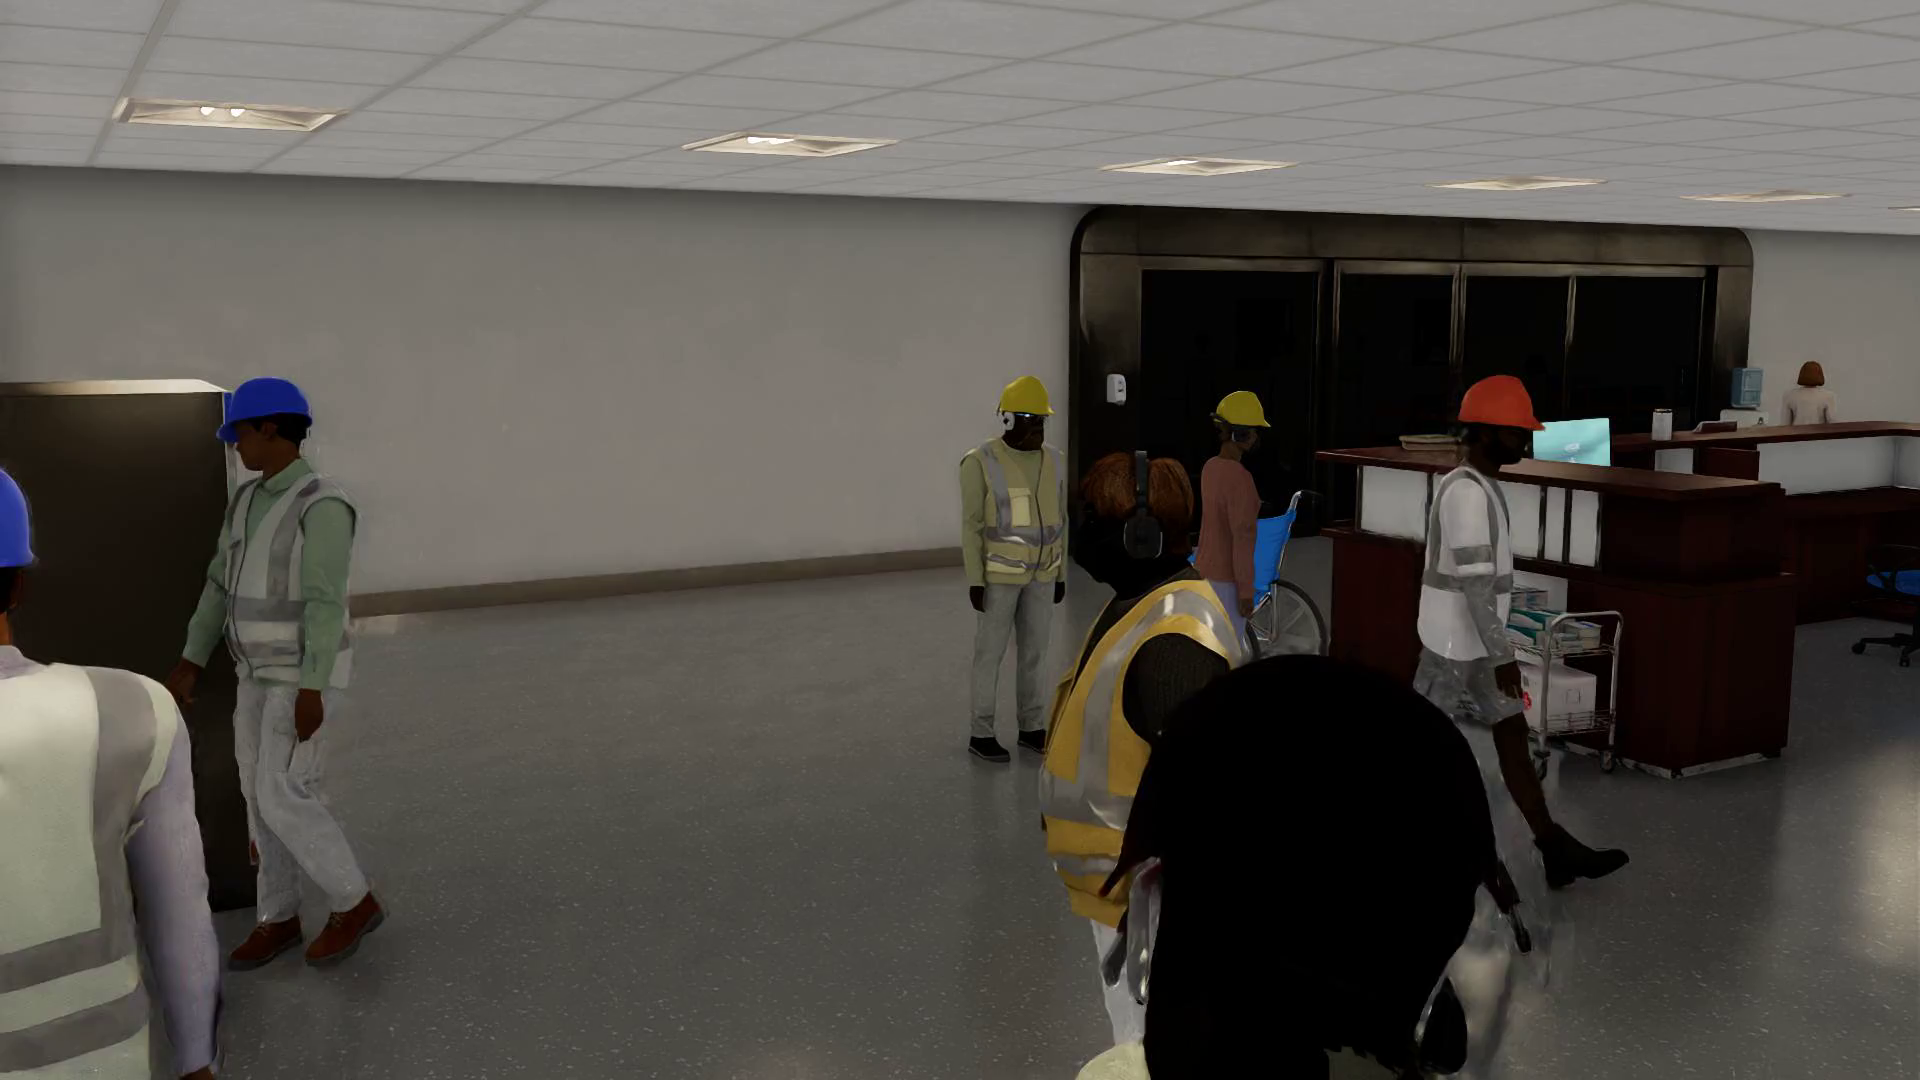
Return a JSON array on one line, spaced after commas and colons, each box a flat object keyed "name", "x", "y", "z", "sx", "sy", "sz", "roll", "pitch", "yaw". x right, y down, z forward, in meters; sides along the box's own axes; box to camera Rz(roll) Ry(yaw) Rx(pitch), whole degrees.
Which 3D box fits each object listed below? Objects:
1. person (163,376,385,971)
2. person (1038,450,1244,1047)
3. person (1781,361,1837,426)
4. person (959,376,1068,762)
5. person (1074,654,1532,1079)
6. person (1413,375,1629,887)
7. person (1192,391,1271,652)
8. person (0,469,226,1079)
[{"name": "person", "x": -2.231, "y": 0.437, "z": 5.359, "sx": 0.644, "sy": 1.915, "sz": 0.548, "roll": 7, "pitch": 10, "yaw": 41}, {"name": "person", "x": 0.379, "y": 0.730, "z": 3.514, "sx": 0.429, "sy": 1.842, "sz": 0.629, "roll": 0, "pitch": 8, "yaw": -1}, {"name": "person", "x": 8.295, "y": -0.932, "z": 16.279, "sx": 0.500, "sy": 1.636, "sz": 0.286, "roll": 6, "pitch": 10, "yaw": 37}, {"name": "person", "x": 0.279, "y": 0.140, "z": 7.867, "sx": 0.590, "sy": 1.827, "sz": 0.403, "roll": -5, "pitch": 9, "yaw": -31}, {"name": "person", "x": 0.258, "y": 1.010, "z": 1.157, "sx": 1.034, "sy": 1.917, "sz": 0.714, "roll": -5, "pitch": 9, "yaw": -34}, {"name": "person", "x": 1.933, "y": 0.355, "z": 6.038, "sx": 0.988, "sy": 1.884, "sz": 0.550, "roll": 4, "pitch": 9, "yaw": 28}, {"name": "person", "x": 1.266, "y": 0.185, "z": 7.771, "sx": 0.343, "sy": 1.757, "sz": 0.520, "roll": -1, "pitch": 8, "yaw": -10}, {"name": "person", "x": -1.566, "y": 0.814, "z": 2.650, "sx": 0.639, "sy": 1.905, "sz": 0.937, "roll": -7, "pitch": 10, "yaw": -40}]
